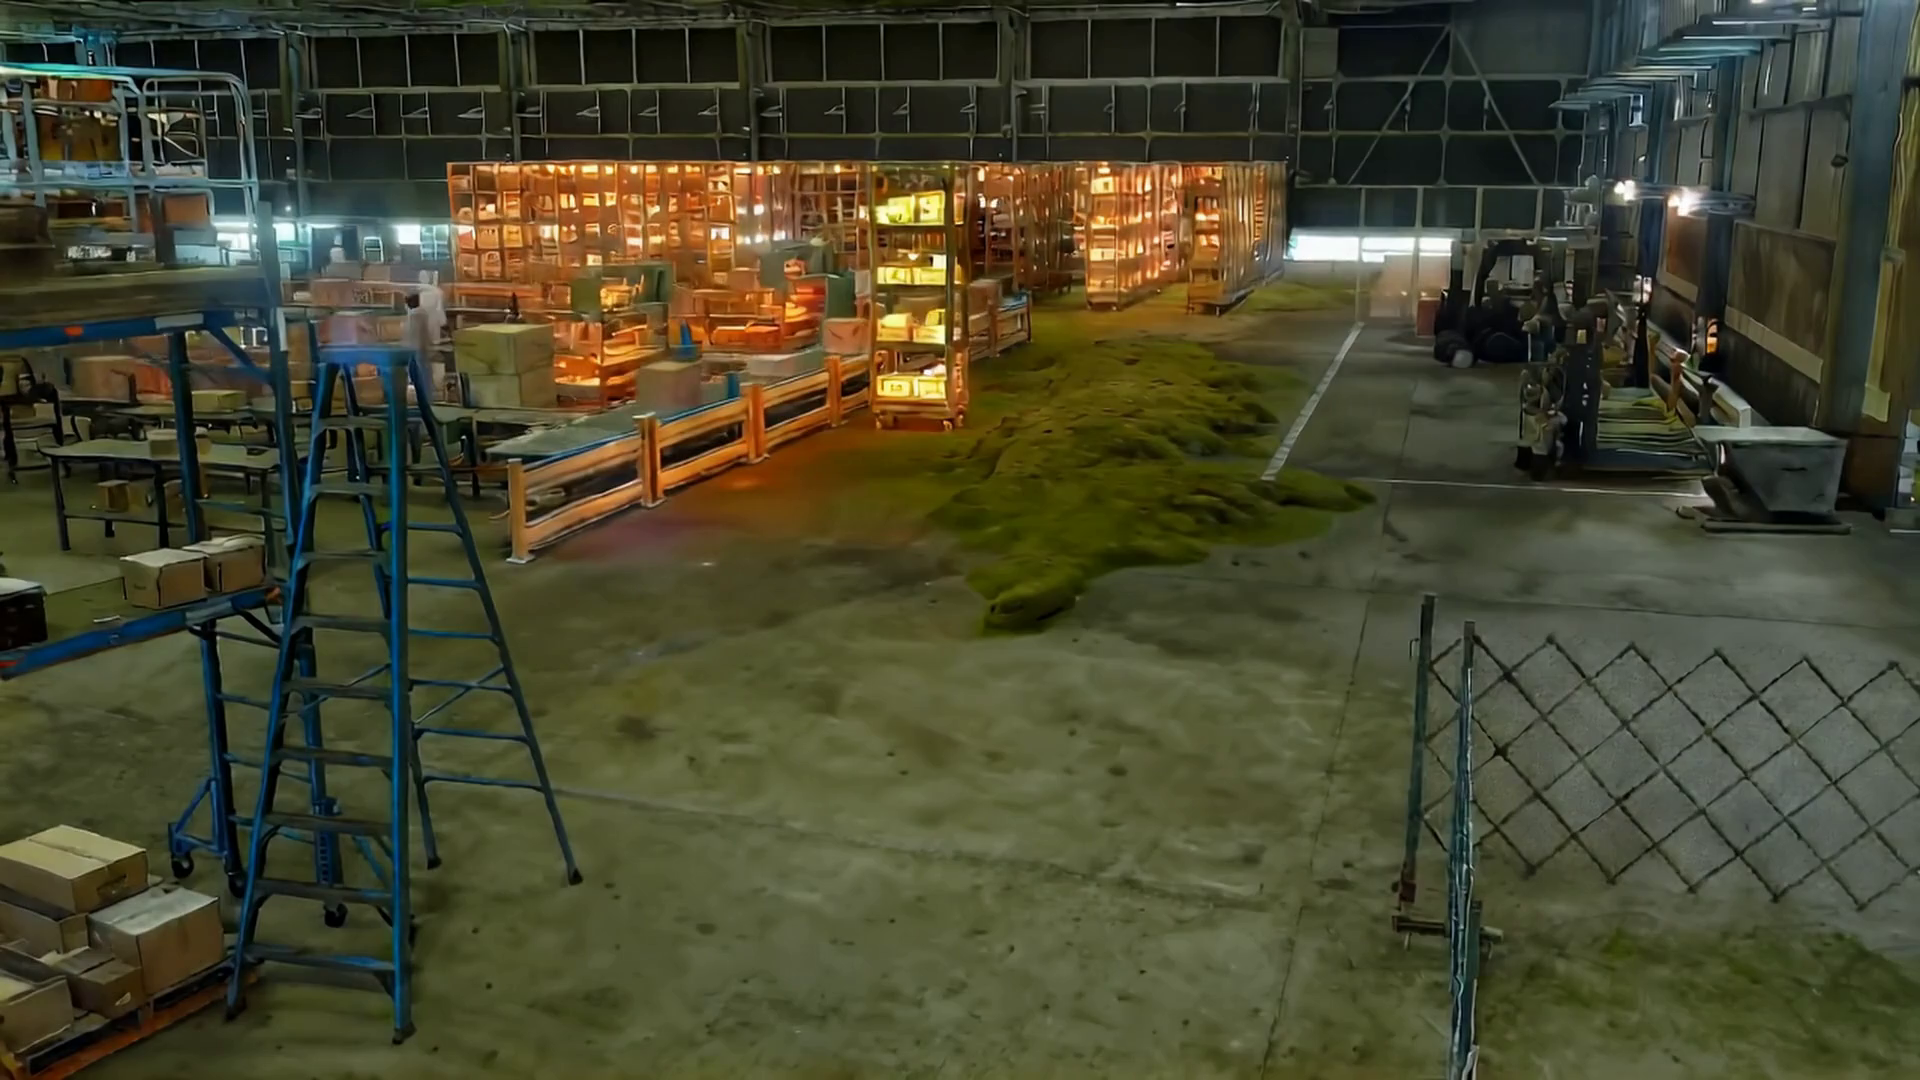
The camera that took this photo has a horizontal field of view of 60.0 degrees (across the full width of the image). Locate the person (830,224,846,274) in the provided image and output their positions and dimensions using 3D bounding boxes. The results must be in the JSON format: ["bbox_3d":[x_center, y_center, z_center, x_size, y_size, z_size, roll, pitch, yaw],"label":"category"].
[{"bbox_3d":[-3.584,-8.732,49.960,0.513,1.973,0.636,0,13,-2],"label":"person"}]

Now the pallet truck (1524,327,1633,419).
[{"bbox_3d":[9.065,-2.460,24.370,1.522,1.261,0.704,3,13,14],"label":"pallet truck"}]

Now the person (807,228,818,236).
[{"bbox_3d":[-4.673,-9.004,51.497,0.615,1.809,0.673,2,13,10],"label":"person"}]

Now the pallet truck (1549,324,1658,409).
[{"bbox_3d":[9.824,-2.669,25.407,1.601,1.201,0.680,4,14,16],"label":"pallet truck"}]

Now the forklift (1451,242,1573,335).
[{"bbox_3d":[10.464,-4.597,31.405,2.680,1.987,1.157,4,14,16],"label":"forklift"}]

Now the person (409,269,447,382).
[{"bbox_3d":[-8.939,-3.606,28.010,0.639,1.899,0.396,1,13,4],"label":"person"}]

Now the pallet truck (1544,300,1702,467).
[{"bbox_3d":[8.263,-1.952,20.631,1.885,1.965,0.823,5,14,20],"label":"pallet truck"}]

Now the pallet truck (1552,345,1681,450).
[{"bbox_3d":[8.641,-1.896,21.908,1.630,1.274,0.653,4,14,16],"label":"pallet truck"}]

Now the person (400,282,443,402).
[{"bbox_3d":[-7.767,-2.653,23.643,1.022,1.990,0.630,2,13,6],"label":"person"}]

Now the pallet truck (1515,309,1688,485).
[{"bbox_3d":[7.554,-1.677,19.446,1.885,1.965,0.823,3,13,14],"label":"pallet truck"}]

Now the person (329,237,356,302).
[{"bbox_3d":[-15.754,-6.845,42.363,0.895,1.721,0.565,4,14,17],"label":"person"}]

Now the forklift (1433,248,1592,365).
[{"bbox_3d":[9.780,-4.111,29.280,2.680,1.987,1.157,3,13,14],"label":"forklift"}]
